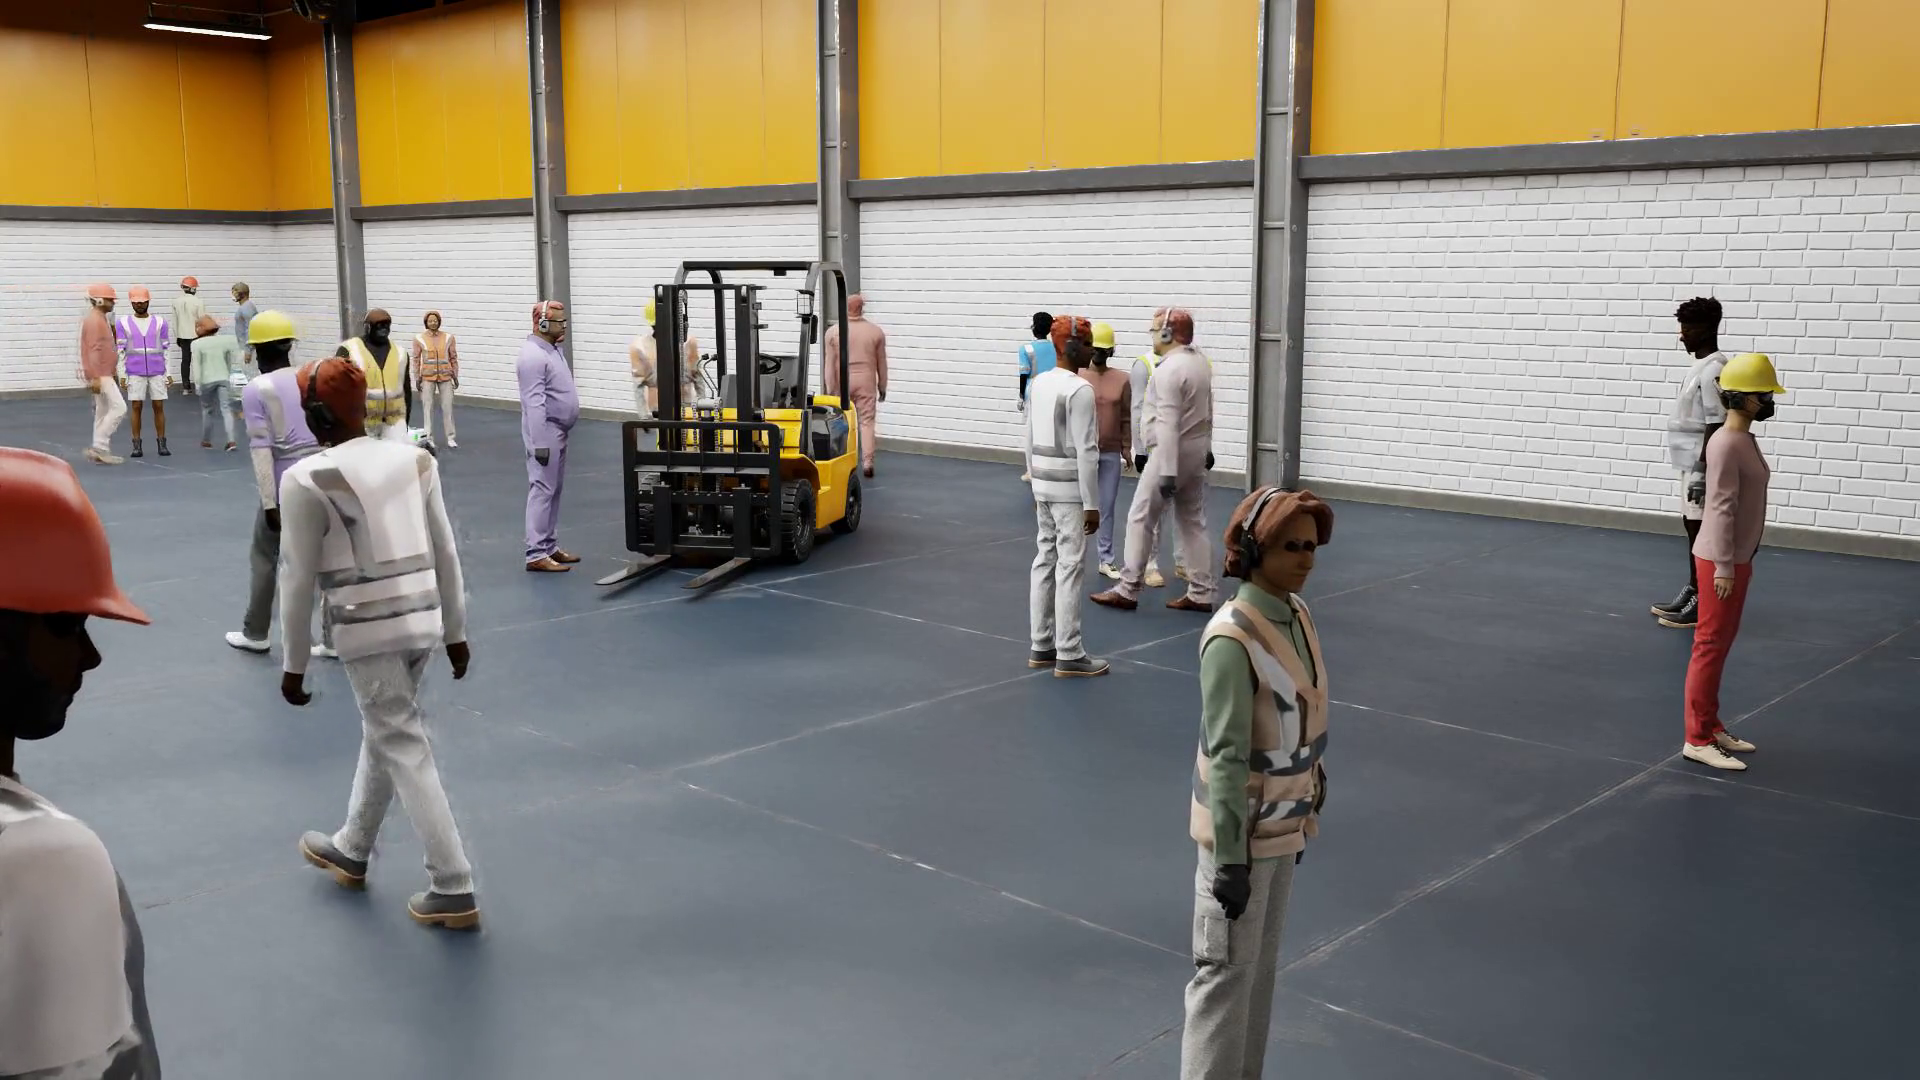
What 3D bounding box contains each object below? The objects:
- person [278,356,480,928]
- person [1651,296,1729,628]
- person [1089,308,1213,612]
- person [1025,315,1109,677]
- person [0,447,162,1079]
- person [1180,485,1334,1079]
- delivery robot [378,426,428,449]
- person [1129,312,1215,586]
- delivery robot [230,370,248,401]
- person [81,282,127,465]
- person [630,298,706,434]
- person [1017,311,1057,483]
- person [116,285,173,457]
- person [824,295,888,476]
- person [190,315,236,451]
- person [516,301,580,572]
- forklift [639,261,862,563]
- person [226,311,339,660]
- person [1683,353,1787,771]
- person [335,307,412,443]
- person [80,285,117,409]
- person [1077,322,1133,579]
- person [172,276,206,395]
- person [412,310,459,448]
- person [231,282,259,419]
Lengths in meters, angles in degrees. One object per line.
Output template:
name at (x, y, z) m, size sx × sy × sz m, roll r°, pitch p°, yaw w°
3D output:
person at (-1.956, 0.323, 5.435) m, size 0.966 × 1.828 × 0.586 m, roll 5°, pitch 10°, yaw 27°
person at (4.375, -0.458, 9.867) m, size 0.375 × 1.959 × 0.603 m, roll 3°, pitch 10°, yaw 17°
person at (1.201, -0.484, 10.283) m, size 0.838 × 1.874 × 0.665 m, roll 5°, pitch 11°, yaw 28°
person at (0.552, -0.229, 8.697) m, size 0.340 × 1.881 × 0.585 m, roll -5°, pitch 10°, yaw -27°
person at (-1.058, 0.859, 1.892) m, size 0.542 × 1.928 × 0.374 m, roll 5°, pitch 10°, yaw 26°
person at (0.682, 0.688, 3.831) m, size 0.311 × 1.636 × 0.523 m, roll 5°, pitch 10°, yaw 26°
delivery robot at (-6.028, -1.071, 17.638) m, size 0.707 × 0.478 × 0.477 m, roll 1°, pitch 9°, yaw 4°
person at (1.446, -0.612, 11.175) m, size 0.636 × 1.842 × 0.429 m, roll -4°, pitch 10°, yaw -25°
delivery robot at (-11.172, -2.400, 25.786) m, size 0.477 × 0.478 × 0.707 m, roll -5°, pitch 11°, yaw -29°
person at (-9.233, -1.784, 17.943) m, size 0.459 × 1.971 × 0.644 m, roll -3°, pitch 10°, yaw -19°
person at (-2.482, -1.131, 14.254) m, size 0.649 × 1.871 × 0.551 m, roll -1°, pitch 9°, yaw -6°
person at (0.813, -1.416, 16.534) m, size 0.541 × 1.700 × 0.315 m, roll -4°, pitch 10°, yaw -23°
person at (-9.202, -1.903, 18.796) m, size 0.552 × 1.935 × 0.367 m, roll -5°, pitch 11°, yaw -30°
person at (-1.071, -1.597, 17.170) m, size 0.658 × 1.863 × 0.963 m, roll -1°, pitch 9°, yaw -6°
person at (-8.721, -1.828, 19.442) m, size 0.489 × 1.599 × 0.805 m, roll -9°, pitch 13°, yaw -43°
person at (-2.878, -0.726, 11.702) m, size 0.401 × 1.900 × 0.639 m, roll 0°, pitch 9°, yaw -1°
forklift at (-1.552, -1.040, 12.721) m, size 1.214 × 2.155 × 2.313 m, roll 2°, pitch 9°, yaw 11°
person at (-3.700, -0.291, 9.059) m, size 0.898 × 1.889 × 0.598 m, roll 6°, pitch 11°, yaw 31°
person at (3.312, 0.087, 7.124) m, size 0.312 × 1.768 × 0.530 m, roll 6°, pitch 11°, yaw 32°
person at (-4.810, -1.002, 13.659) m, size 0.626 × 1.815 × 0.869 m, roll -7°, pitch 12°, yaw -37°
person at (-13.018, -2.910, 25.166) m, size 0.328 × 1.876 × 0.514 m, roll 9°, pitch 13°, yaw 44°
person at (0.932, -0.596, 11.322) m, size 0.523 × 1.763 × 0.329 m, roll -2°, pitch 10°, yaw -14°
person at (-12.938, -3.439, 28.037) m, size 0.623 × 1.992 × 0.391 m, roll 2°, pitch 9°, yaw 10°
person at (-6.205, -1.897, 19.697) m, size 0.519 × 1.633 × 0.312 m, roll -5°, pitch 10°, yaw -26°
person at (-10.074, -2.678, 23.546) m, size 0.351 × 1.936 × 0.634 m, roll -4°, pitch 10°, yaw -24°
